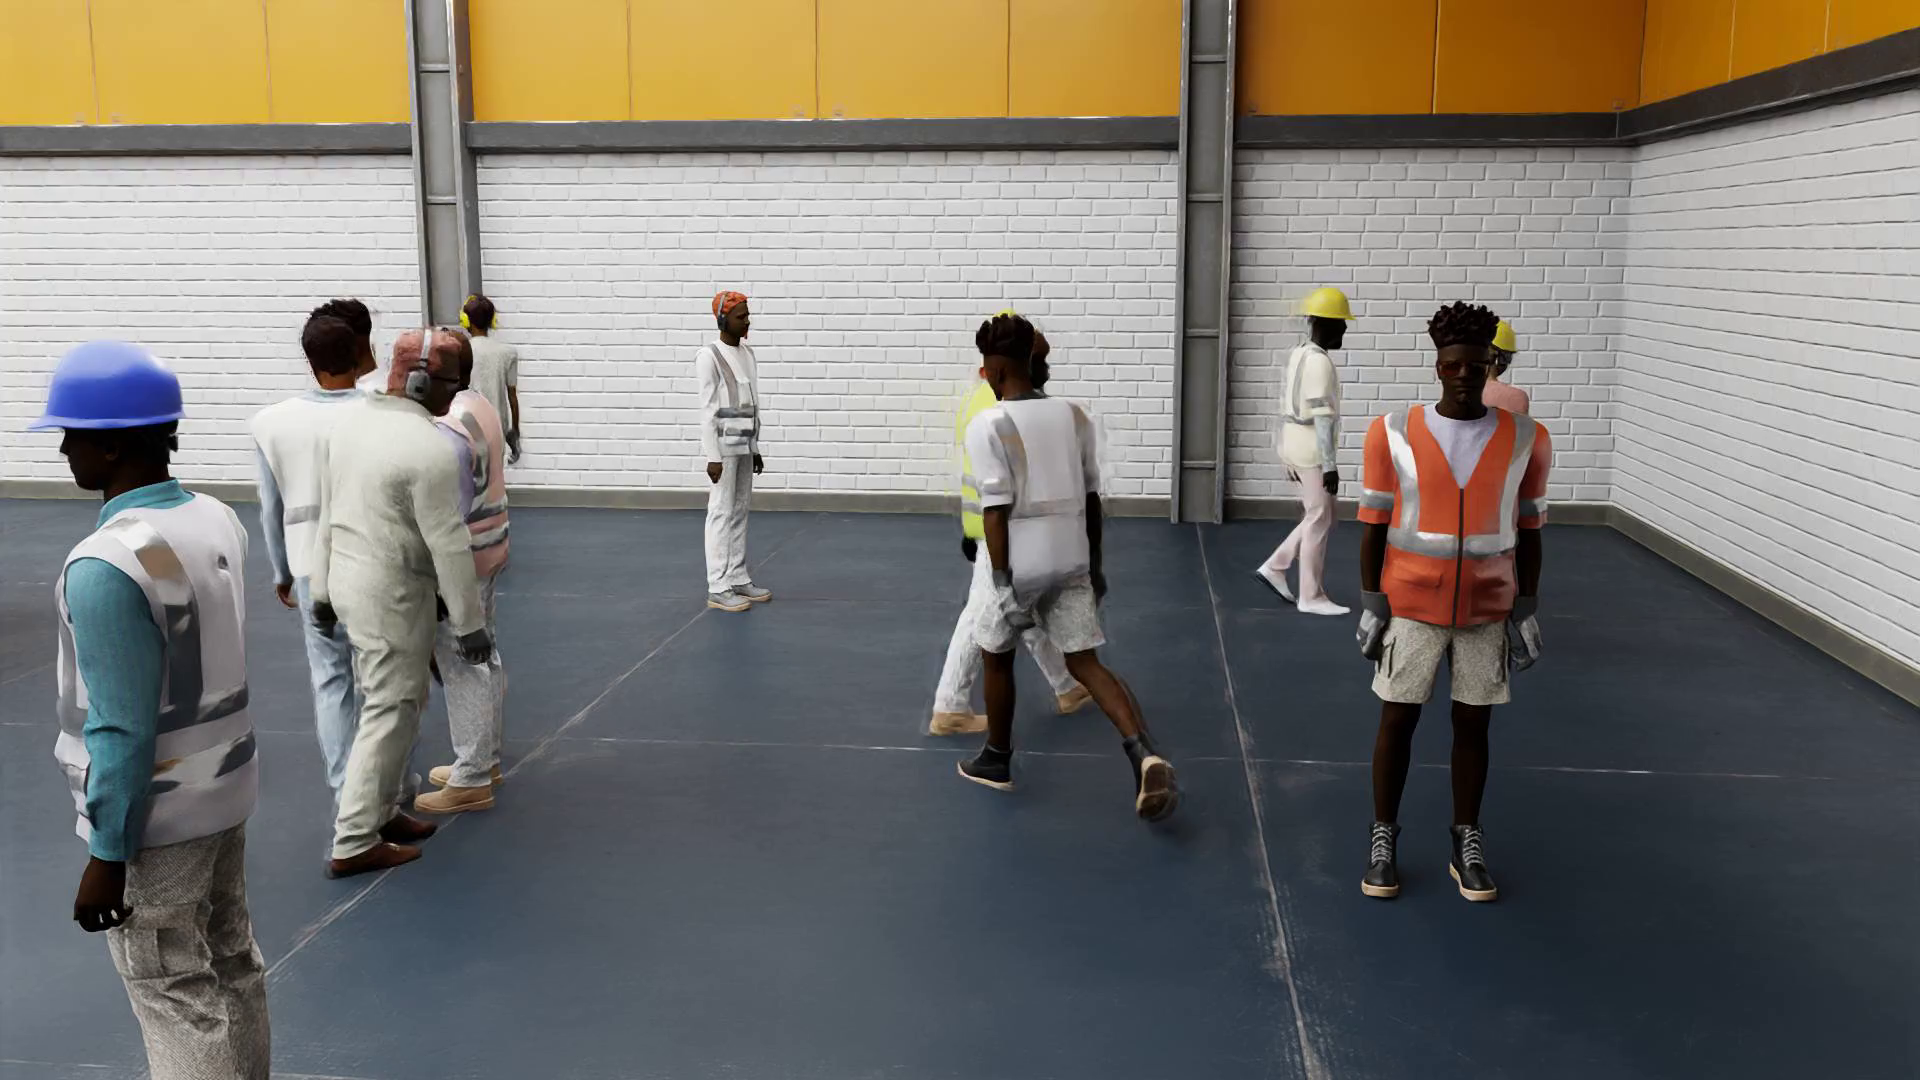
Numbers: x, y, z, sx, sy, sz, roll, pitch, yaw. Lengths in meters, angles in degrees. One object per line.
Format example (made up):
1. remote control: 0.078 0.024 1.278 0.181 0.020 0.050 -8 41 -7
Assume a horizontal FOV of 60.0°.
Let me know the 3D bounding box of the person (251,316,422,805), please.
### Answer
1. person: -2.282 0.112 6.226 0.585 1.884 0.721 -3 10 -14

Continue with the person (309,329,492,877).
1. person: -1.931 0.224 5.650 0.549 1.859 0.676 -10 14 -44

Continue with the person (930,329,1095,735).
1. person: 0.282 -0.038 7.353 0.969 1.788 0.652 -3 10 -16

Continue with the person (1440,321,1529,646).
1. person: 2.773 -0.278 8.824 0.345 1.758 0.532 -8 13 -39

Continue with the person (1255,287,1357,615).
1. person: 2.049 -0.503 9.655 0.445 1.912 0.599 1 10 7

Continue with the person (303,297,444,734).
1. person: -2.357 -0.047 6.975 0.650 1.935 0.663 -1 10 -4

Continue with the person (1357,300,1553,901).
1. person: 1.600 0.207 5.438 0.608 1.966 0.371 1 10 7

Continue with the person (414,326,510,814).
1. person: -1.941 0.112 6.339 0.429 1.845 0.621 -1 10 -5

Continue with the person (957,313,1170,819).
1. person: 0.373 0.099 6.275 0.636 1.907 1.009 -7 12 -35

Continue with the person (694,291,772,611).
1. person: -1.352 -0.531 9.905 0.352 1.883 0.579 3 10 19

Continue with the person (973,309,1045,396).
1. person: 0.313 -0.641 10.940 0.492 1.741 0.317 -2 10 -13

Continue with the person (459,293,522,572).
1. person: -3.124 -0.690 10.916 0.523 1.847 0.737 -6 12 -31

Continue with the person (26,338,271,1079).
1. person: -1.679 0.553 3.510 0.383 1.949 0.605 -1 10 -5
